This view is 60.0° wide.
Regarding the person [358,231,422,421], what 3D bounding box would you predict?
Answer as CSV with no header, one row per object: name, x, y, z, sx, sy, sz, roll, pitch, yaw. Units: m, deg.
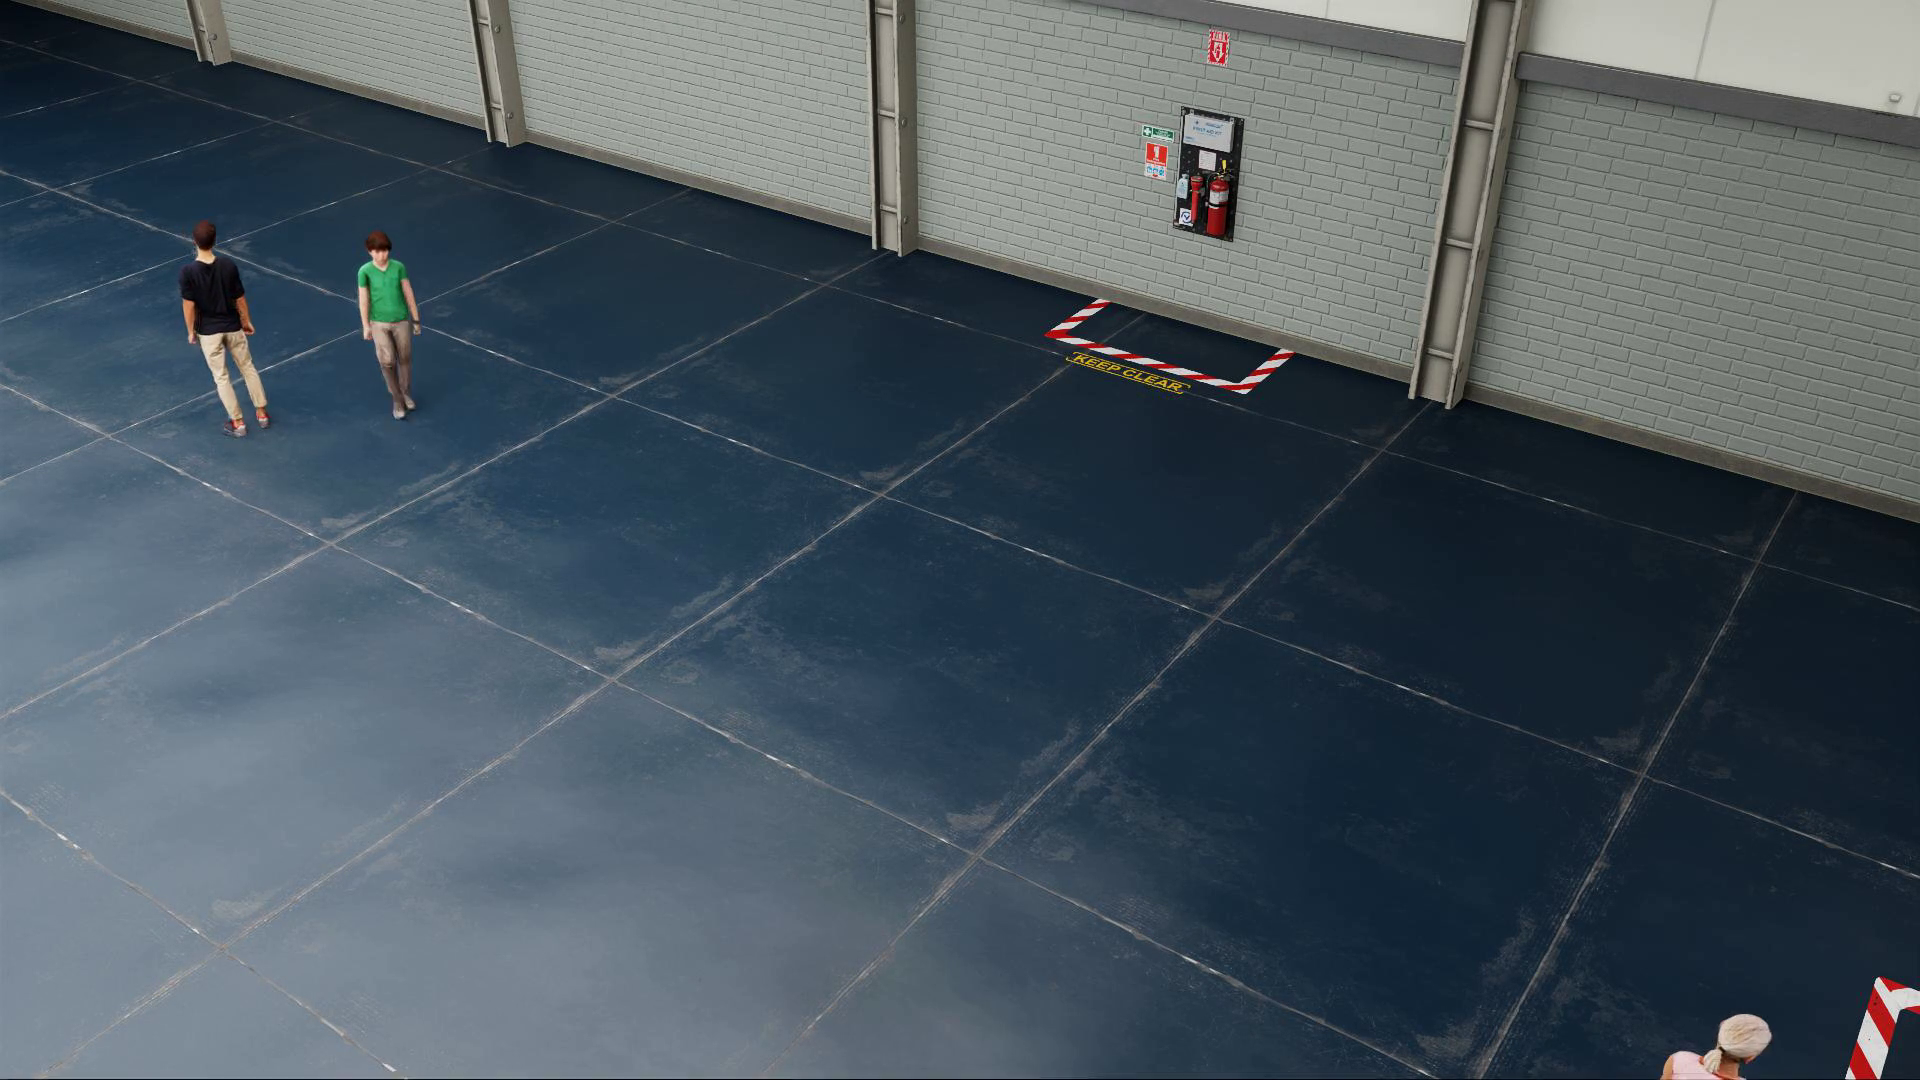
person,-4.888,-1.887,14.212,0.760,1.640,0.817,-17,36,-24

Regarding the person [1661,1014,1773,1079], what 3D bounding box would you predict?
person,2.999,2.649,6.962,0.685,1.703,0.619,-26,40,-35

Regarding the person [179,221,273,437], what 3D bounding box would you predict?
person,-6.120,-1.736,13.779,0.615,1.846,0.700,26,40,35
